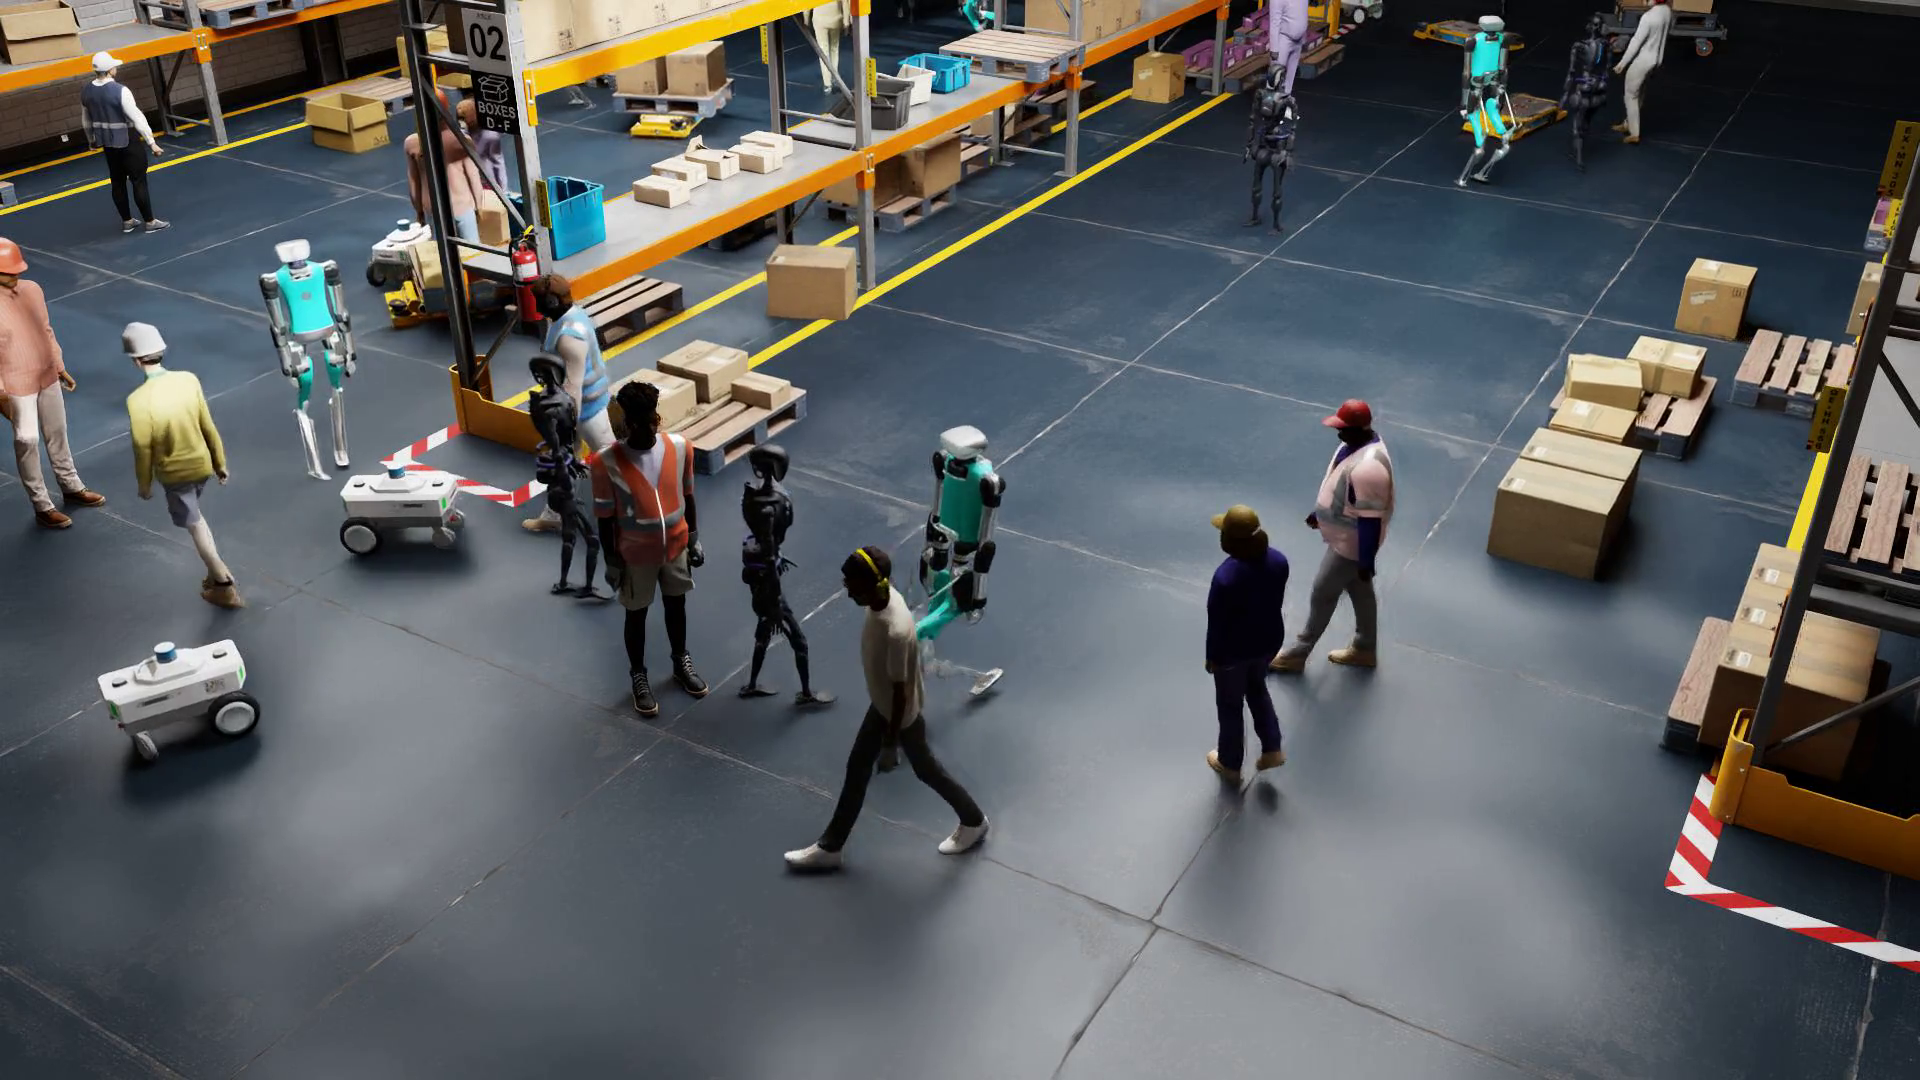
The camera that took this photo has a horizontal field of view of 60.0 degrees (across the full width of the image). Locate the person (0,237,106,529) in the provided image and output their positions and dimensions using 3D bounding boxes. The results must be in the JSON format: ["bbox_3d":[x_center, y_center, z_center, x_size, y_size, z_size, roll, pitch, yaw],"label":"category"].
[{"bbox_3d":[-6.178,-1.056,11.065,0.387,1.989,0.610,9,31,15],"label":"person"}]

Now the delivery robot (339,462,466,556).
[{"bbox_3d":[-3.736,-0.222,11.063,0.802,0.614,0.499,-1,29,-1],"label":"delivery robot"}]

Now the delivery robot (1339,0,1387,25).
[{"bbox_3d":[5.959,-8.031,24.835,0.499,0.572,0.747,-21,36,-33],"label":"delivery robot"}]

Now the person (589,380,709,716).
[{"bbox_3d":[-1.692,0.036,9.155,0.605,1.966,0.368,-19,35,-30],"label":"person"}]

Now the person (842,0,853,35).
[{"bbox_3d":[-1.581,-8.220,23.847,0.644,1.891,0.911,-8,30,-14],"label":"person"}]

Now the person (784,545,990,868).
[{"bbox_3d":[-0.319,0.812,7.958,1.050,1.805,0.549,-11,31,-18],"label":"person"}]

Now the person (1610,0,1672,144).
[{"bbox_3d":[7.837,-5.514,19.108,0.607,1.837,0.606,-21,36,-33],"label":"person"}]

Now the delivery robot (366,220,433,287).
[{"bbox_3d":[-5.090,-2.650,15.330,0.499,0.587,0.788,8,30,13],"label":"delivery robot"}]

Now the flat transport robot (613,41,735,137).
[{"bbox_3d":[-3.418,-5.140,20.034,0.659,0.231,1.431,5,30,8],"label":"flat transport robot"}]

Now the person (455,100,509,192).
[{"bbox_3d":[-4.375,-3.263,15.345,0.497,1.602,0.440,12,32,20],"label":"person"}]

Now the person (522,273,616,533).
[{"bbox_3d":[-2.500,-0.891,10.991,0.929,1.783,0.679,-10,31,-17],"label":"person"}]

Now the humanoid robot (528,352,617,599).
[{"bbox_3d":[-2.407,-0.400,10.227,0.429,1.649,0.587,-6,30,-10],"label":"humanoid robot"}]

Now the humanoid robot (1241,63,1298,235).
[{"bbox_3d":[3.039,-3.824,16.265,0.329,1.658,0.599,-26,38,-37],"label":"humanoid robot"}]

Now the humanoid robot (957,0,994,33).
[{"bbox_3d":[0.273,-7.160,22.102,0.945,1.726,0.533,-25,38,-37],"label":"humanoid robot"}]

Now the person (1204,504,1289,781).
[{"bbox_3d":[1.461,0.546,8.610,0.473,1.599,0.468,-14,32,-22],"label":"person"}]

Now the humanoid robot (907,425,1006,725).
[{"bbox_3d":[-0.186,0.279,8.992,1.052,1.730,0.535,-20,35,-31],"label":"humanoid robot"}]

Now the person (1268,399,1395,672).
[{"bbox_3d":[2.127,-0.015,9.490,0.752,1.721,0.613,4,30,7],"label":"person"}]

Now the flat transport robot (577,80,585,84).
[{"bbox_3d":[-5.367,-6.265,22.024,1.431,0.231,0.659,20,35,31],"label":"flat transport robot"}]

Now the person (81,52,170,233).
[{"bbox_3d":[-8.220,-3.887,16.301,0.764,1.757,0.447,6,30,10],"label":"person"}]

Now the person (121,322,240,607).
[{"bbox_3d":[-4.722,-0.428,10.070,0.478,1.868,0.497,13,32,22],"label":"person"}]

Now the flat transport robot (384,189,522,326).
[{"bbox_3d":[-4.357,-2.195,14.824,1.431,0.231,0.659,-11,31,-19],"label":"flat transport robot"}]

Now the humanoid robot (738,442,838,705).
[{"bbox_3d":[-0.996,0.184,9.202,0.580,1.642,0.607,-3,30,-5],"label":"humanoid robot"}]

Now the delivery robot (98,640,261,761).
[{"bbox_3d":[-4.281,0.841,9.181,0.784,0.613,0.518,-18,34,-28],"label":"delivery robot"}]

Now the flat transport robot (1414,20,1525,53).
[{"bbox_3d":[7.209,-7.127,23.549,0.659,0.231,1.431,-19,35,-30],"label":"flat transport robot"}]

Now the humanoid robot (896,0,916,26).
[{"bbox_3d":[-0.805,-8.470,24.513,0.620,1.639,0.560,-2,30,-4],"label":"humanoid robot"}]

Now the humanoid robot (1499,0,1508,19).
[{"bbox_3d":[8.257,-8.706,24.952,0.610,1.616,0.782,2,30,3],"label":"humanoid robot"}]

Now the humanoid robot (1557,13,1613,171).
[{"bbox_3d":[6.897,-4.902,18.214,0.589,1.642,0.475,-10,31,-17],"label":"humanoid robot"}]

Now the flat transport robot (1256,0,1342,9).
[{"bbox_3d":[5.357,-8.458,25.904,1.431,0.231,0.659,21,36,32],"label":"flat transport robot"}]

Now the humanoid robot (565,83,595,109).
[{"bbox_3d":[-4.807,-6.124,20.292,0.711,1.796,0.538,-15,33,-24],"label":"humanoid robot"}]

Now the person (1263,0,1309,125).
[{"bbox_3d":[3.902,-5.904,19.739,0.400,1.899,0.633,26,38,38],"label":"person"}]

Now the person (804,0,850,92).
[{"bbox_3d":[-1.693,-6.630,21.210,0.576,1.702,0.929,-6,30,-11],"label":"person"}]

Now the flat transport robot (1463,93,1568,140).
[{"bbox_3d":[6.671,-5.077,19.922,0.659,0.231,1.431,24,37,36],"label":"flat transport robot"}]

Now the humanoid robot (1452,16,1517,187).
[{"bbox_3d":[5.575,-4.570,17.477,0.546,1.744,0.679,-8,30,-13],"label":"humanoid robot"}]

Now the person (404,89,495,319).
[{"bbox_3d":[-4.395,-2.879,14.296,0.617,1.982,0.416,1,30,2],"label":"person"}]

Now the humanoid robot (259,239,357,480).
[{"bbox_3d":[-4.587,-1.325,11.774,0.538,1.775,0.701,-17,34,-27],"label":"humanoid robot"}]
